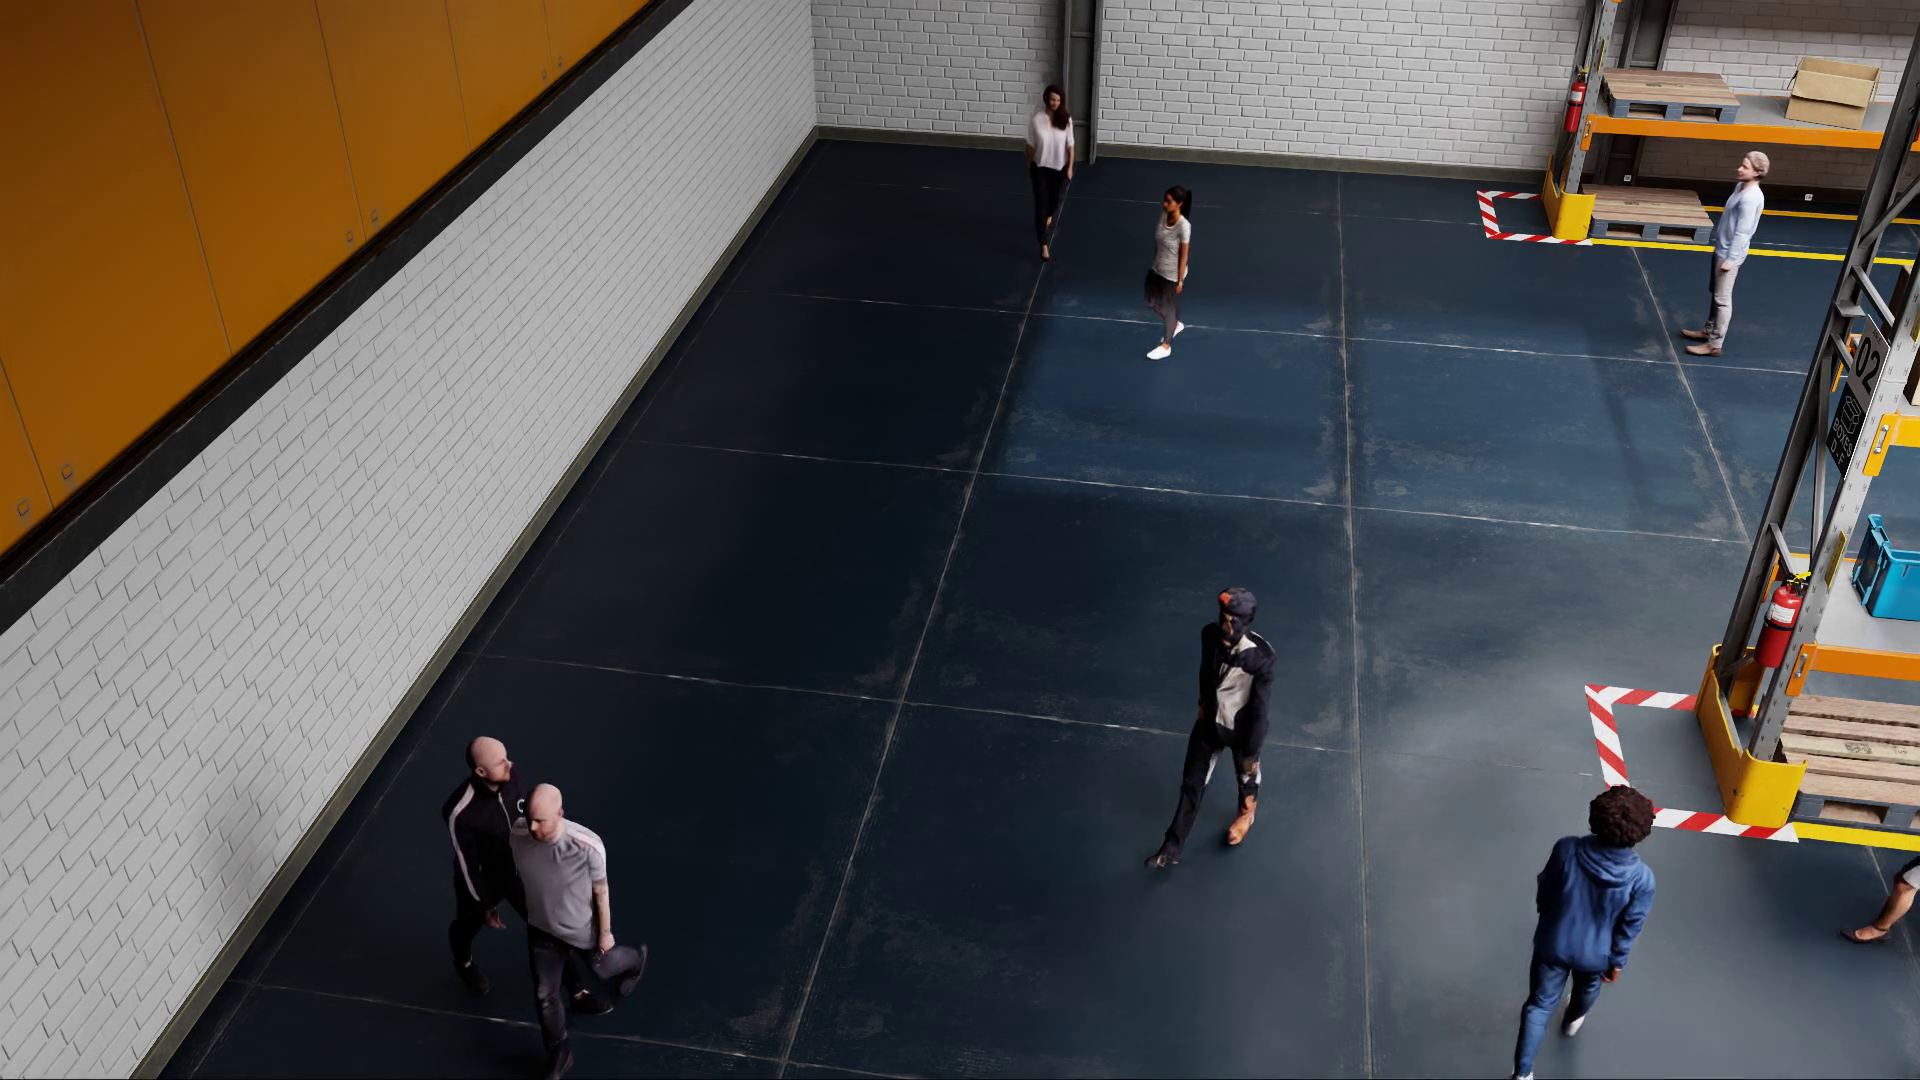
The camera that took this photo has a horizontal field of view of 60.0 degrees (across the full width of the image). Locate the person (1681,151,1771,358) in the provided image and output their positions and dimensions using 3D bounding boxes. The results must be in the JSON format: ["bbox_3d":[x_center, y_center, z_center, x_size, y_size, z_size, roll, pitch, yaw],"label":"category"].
[{"bbox_3d":[6.901,-2.575,14.912,0.597,1.894,0.686,9,35,13],"label":"person"}]

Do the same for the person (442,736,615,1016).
[{"bbox_3d":[-2.466,1.723,8.562,1.352,1.765,1.035,20,39,28],"label":"person"}]

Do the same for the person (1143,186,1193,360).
[{"bbox_3d":[1.934,-2.410,14.895,0.809,1.637,0.746,-17,37,-24],"label":"person"}]

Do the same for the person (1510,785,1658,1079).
[{"bbox_3d":[2.991,2.004,8.128,1.160,1.778,0.966,16,37,22],"label":"person"}]

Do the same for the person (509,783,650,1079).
[{"bbox_3d":[-1.891,1.855,8.329,1.175,1.802,0.828,9,35,14],"label":"person"}]

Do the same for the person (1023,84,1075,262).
[{"bbox_3d":[0.885,-3.779,16.849,1.150,1.754,0.916,-2,34,-2],"label":"person"}]

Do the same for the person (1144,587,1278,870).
[{"bbox_3d":[1.608,1.036,9.520,1.164,1.849,1.124,26,42,34],"label":"person"}]
